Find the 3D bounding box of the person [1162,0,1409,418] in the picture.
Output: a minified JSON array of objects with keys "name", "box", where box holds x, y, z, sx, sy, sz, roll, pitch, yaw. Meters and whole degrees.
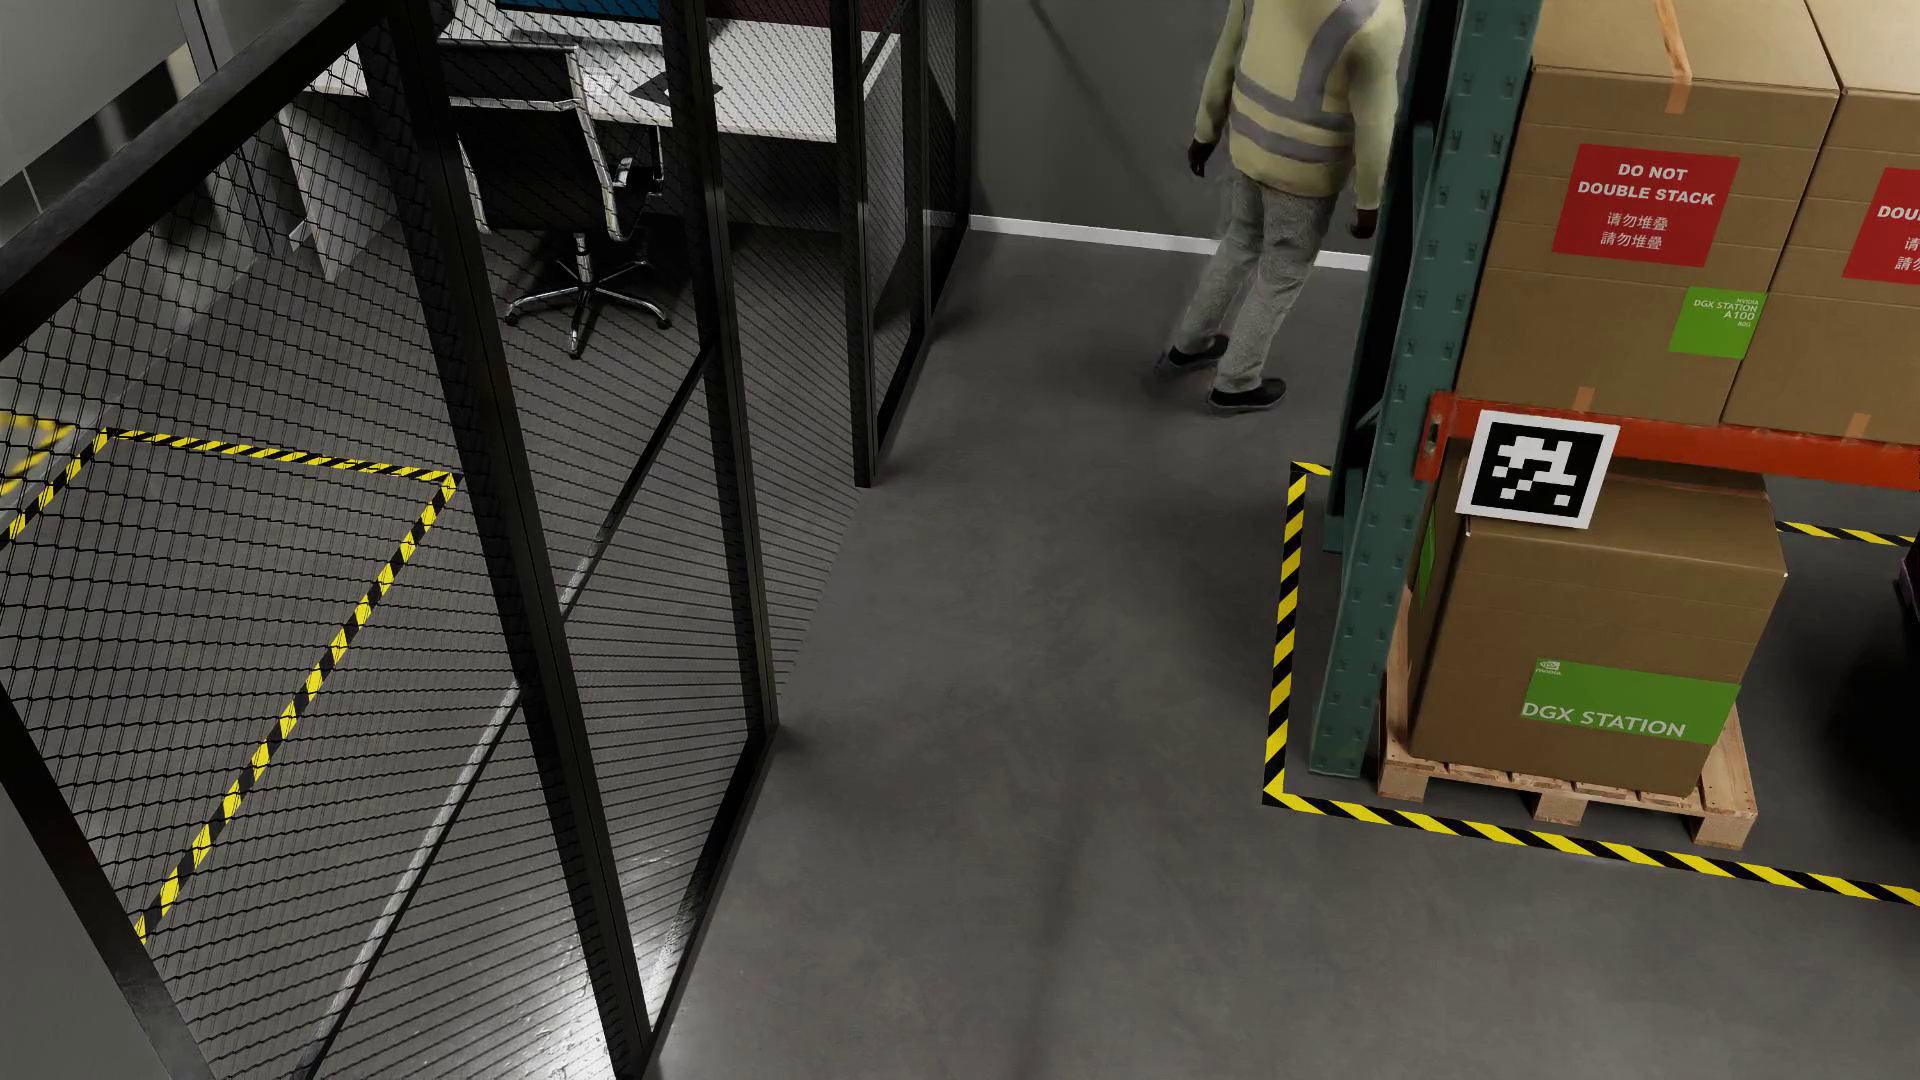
[{"name":"person","box":[1.008,-1.146,4.929,0.483,1.789,0.618,-22,46,-23]}]
